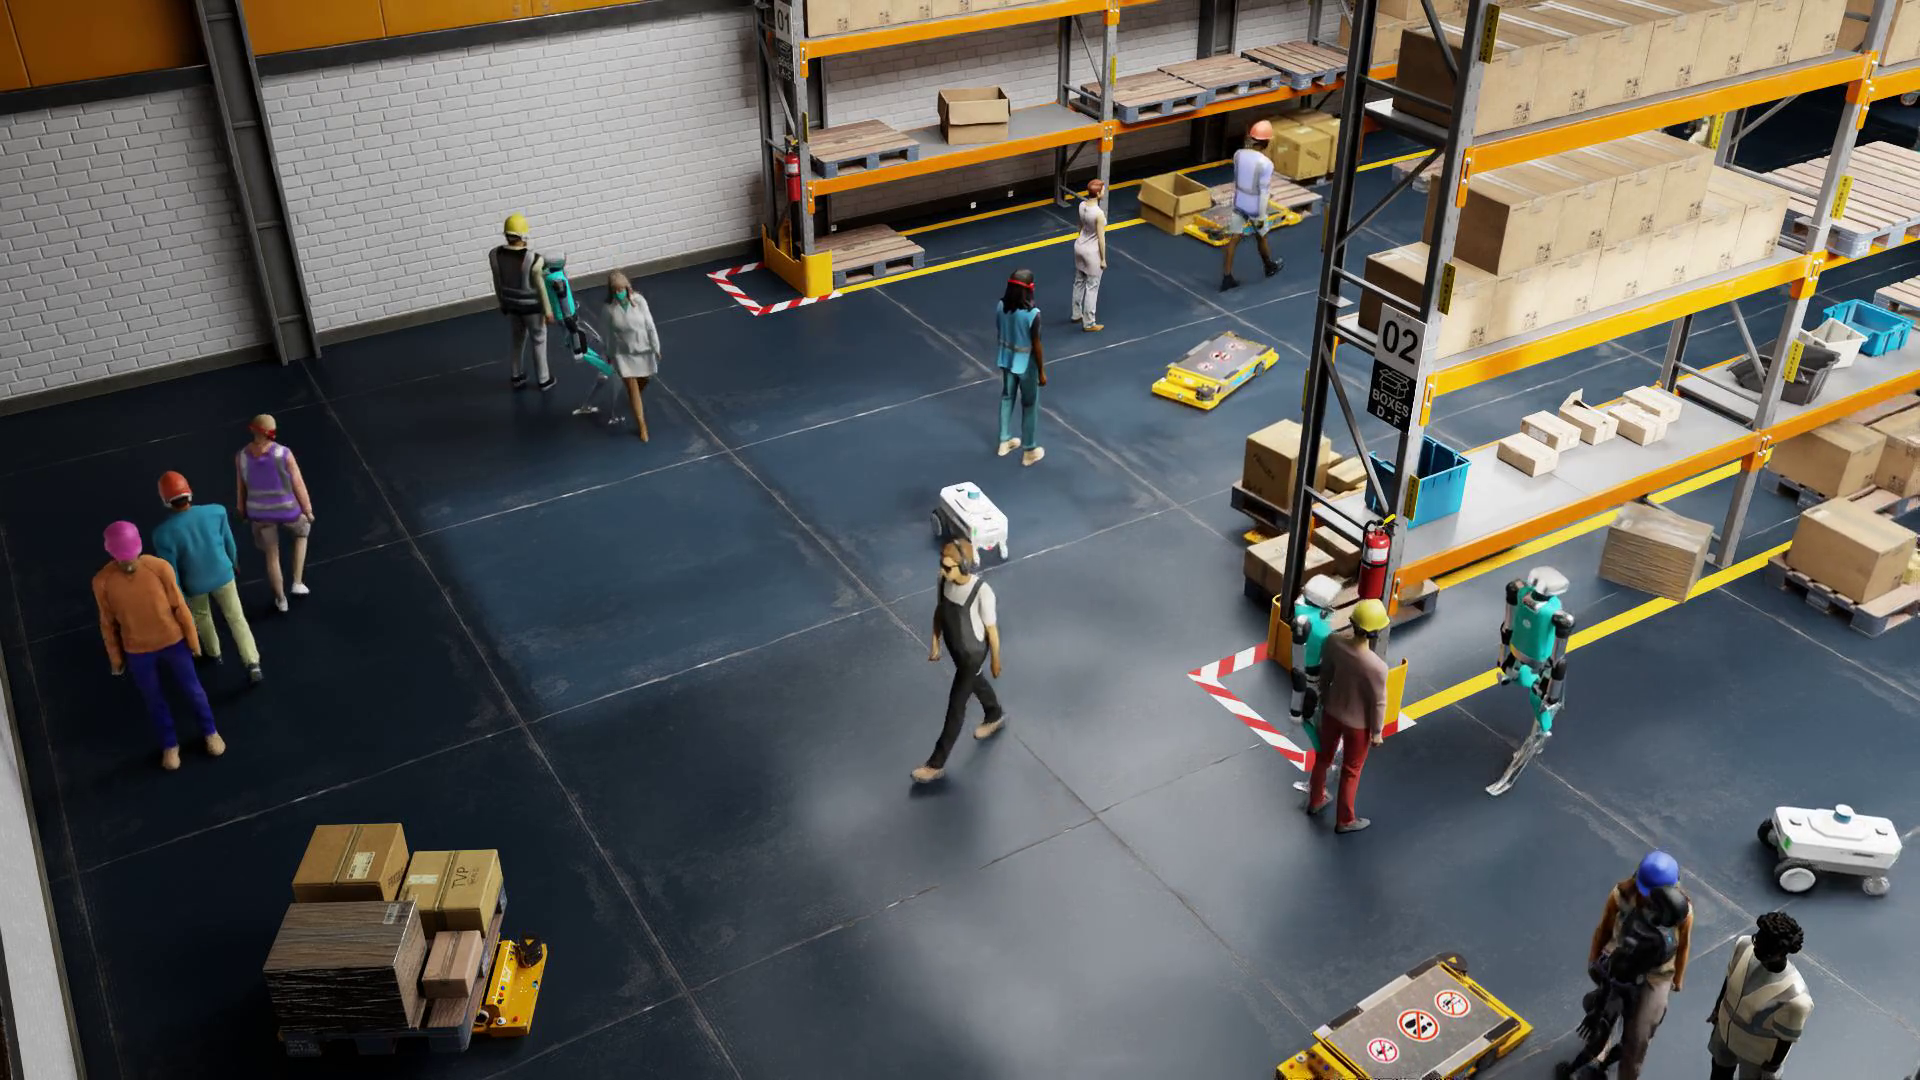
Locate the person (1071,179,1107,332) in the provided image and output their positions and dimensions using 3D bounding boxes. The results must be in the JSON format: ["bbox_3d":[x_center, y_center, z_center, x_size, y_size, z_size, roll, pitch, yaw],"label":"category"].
[{"bbox_3d":[1.381,-3.019,17.597,0.283,1.650,0.433,-20,37,-29],"label":"person"}]

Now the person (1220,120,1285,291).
[{"bbox_3d":[3.302,-3.760,18.552,0.980,1.883,0.556,-26,40,-35],"label":"person"}]

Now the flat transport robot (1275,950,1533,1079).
[{"bbox_3d":[2.550,2.885,9.483,1.431,0.231,0.659,-21,38,-29],"label":"flat transport robot"}]

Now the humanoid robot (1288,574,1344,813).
[{"bbox_3d":[2.465,1.079,11.021,0.645,1.835,0.545,18,36,26],"label":"humanoid robot"}]

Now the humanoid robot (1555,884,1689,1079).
[{"bbox_3d":[3.574,2.395,8.943,0.615,1.633,0.425,-20,37,-29],"label":"humanoid robot"}]

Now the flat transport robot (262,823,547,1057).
[{"bbox_3d":[-3.229,2.651,9.855,1.431,0.231,0.659,-1,32,-2],"label":"flat transport robot"}]

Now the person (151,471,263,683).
[{"bbox_3d":[-5.559,0.279,12.272,0.551,1.723,0.809,-21,38,-30],"label":"person"}]

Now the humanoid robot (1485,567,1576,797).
[{"bbox_3d":[3.955,0.907,11.272,0.910,1.768,0.542,-18,36,-26],"label":"humanoid robot"}]

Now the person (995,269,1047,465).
[{"bbox_3d":[0.545,-1.568,15.086,0.528,1.862,0.375,25,40,34],"label":"person"}]

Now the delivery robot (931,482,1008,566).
[{"bbox_3d":[0.108,-0.185,14.101,0.499,0.586,0.773,-14,35,-21],"label":"delivery robot"}]

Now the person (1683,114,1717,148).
[{"bbox_3d":[9.204,-5.113,20.779,0.677,1.816,0.562,14,35,21],"label":"person"}]

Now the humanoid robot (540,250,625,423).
[{"bbox_3d":[-3.498,-1.931,15.800,0.795,1.794,0.530,-14,35,-21],"label":"humanoid robot"}]

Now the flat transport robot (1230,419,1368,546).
[{"bbox_3d":[3.165,-0.164,14.346,1.431,0.231,0.659,-24,39,-33],"label":"flat transport robot"}]

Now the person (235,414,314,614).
[{"bbox_3d":[-5.383,-0.204,13.082,0.584,1.662,0.433,-4,32,-6],"label":"person"}]

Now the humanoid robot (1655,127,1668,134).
[{"bbox_3d":[7.880,-3.946,19.055,0.600,1.656,0.352,15,35,23],"label":"humanoid robot"}]

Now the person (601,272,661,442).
[{"bbox_3d":[-3.101,-1.805,15.675,0.517,1.622,0.774,-11,34,-17],"label":"person"}]

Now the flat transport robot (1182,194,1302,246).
[{"bbox_3d":[3.436,-3.913,20.325,1.431,0.231,0.659,-20,37,-29],"label":"flat transport robot"}]

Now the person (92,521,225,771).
[{"bbox_3d":[-5.515,0.712,11.352,0.581,1.973,0.416,-12,34,-19],"label":"person"}]

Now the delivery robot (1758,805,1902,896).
[{"bbox_3d":[5.605,1.955,10.683,0.756,0.580,0.499,6,33,9],"label":"delivery robot"}]

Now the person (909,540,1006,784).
[{"bbox_3d":[-0.001,0.766,11.434,1.000,1.783,0.507,-26,40,-35],"label":"person"}]

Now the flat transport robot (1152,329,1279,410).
[{"bbox_3d":[2.602,-1.736,16.853,0.659,0.231,1.431,22,38,31],"label":"flat transport robot"}]

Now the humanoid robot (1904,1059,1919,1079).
[{"bbox_3d":[4.543,3.071,7.862,0.806,1.831,0.557,-27,41,-36],"label":"humanoid robot"}]

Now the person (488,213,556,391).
[{"bbox_3d":[-4.263,-2.320,16.330,0.610,1.819,0.403,13,34,19],"label":"person"}]

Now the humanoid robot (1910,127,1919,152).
[{"bbox_3d":[11.028,-4.292,19.551,0.539,1.786,0.781,-18,36,-26],"label":"humanoid robot"}]

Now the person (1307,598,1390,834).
[{"bbox_3d":[2.561,1.132,10.869,0.324,1.766,0.532,-21,38,-30],"label":"person"}]

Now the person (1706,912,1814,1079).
[{"bbox_3d":[4.087,2.581,8.630,0.319,1.689,0.533,-8,33,-13],"label":"person"}]

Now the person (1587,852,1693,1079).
[{"bbox_3d":[3.639,2.331,8.980,0.488,1.737,0.652,17,36,26],"label":"person"}]
